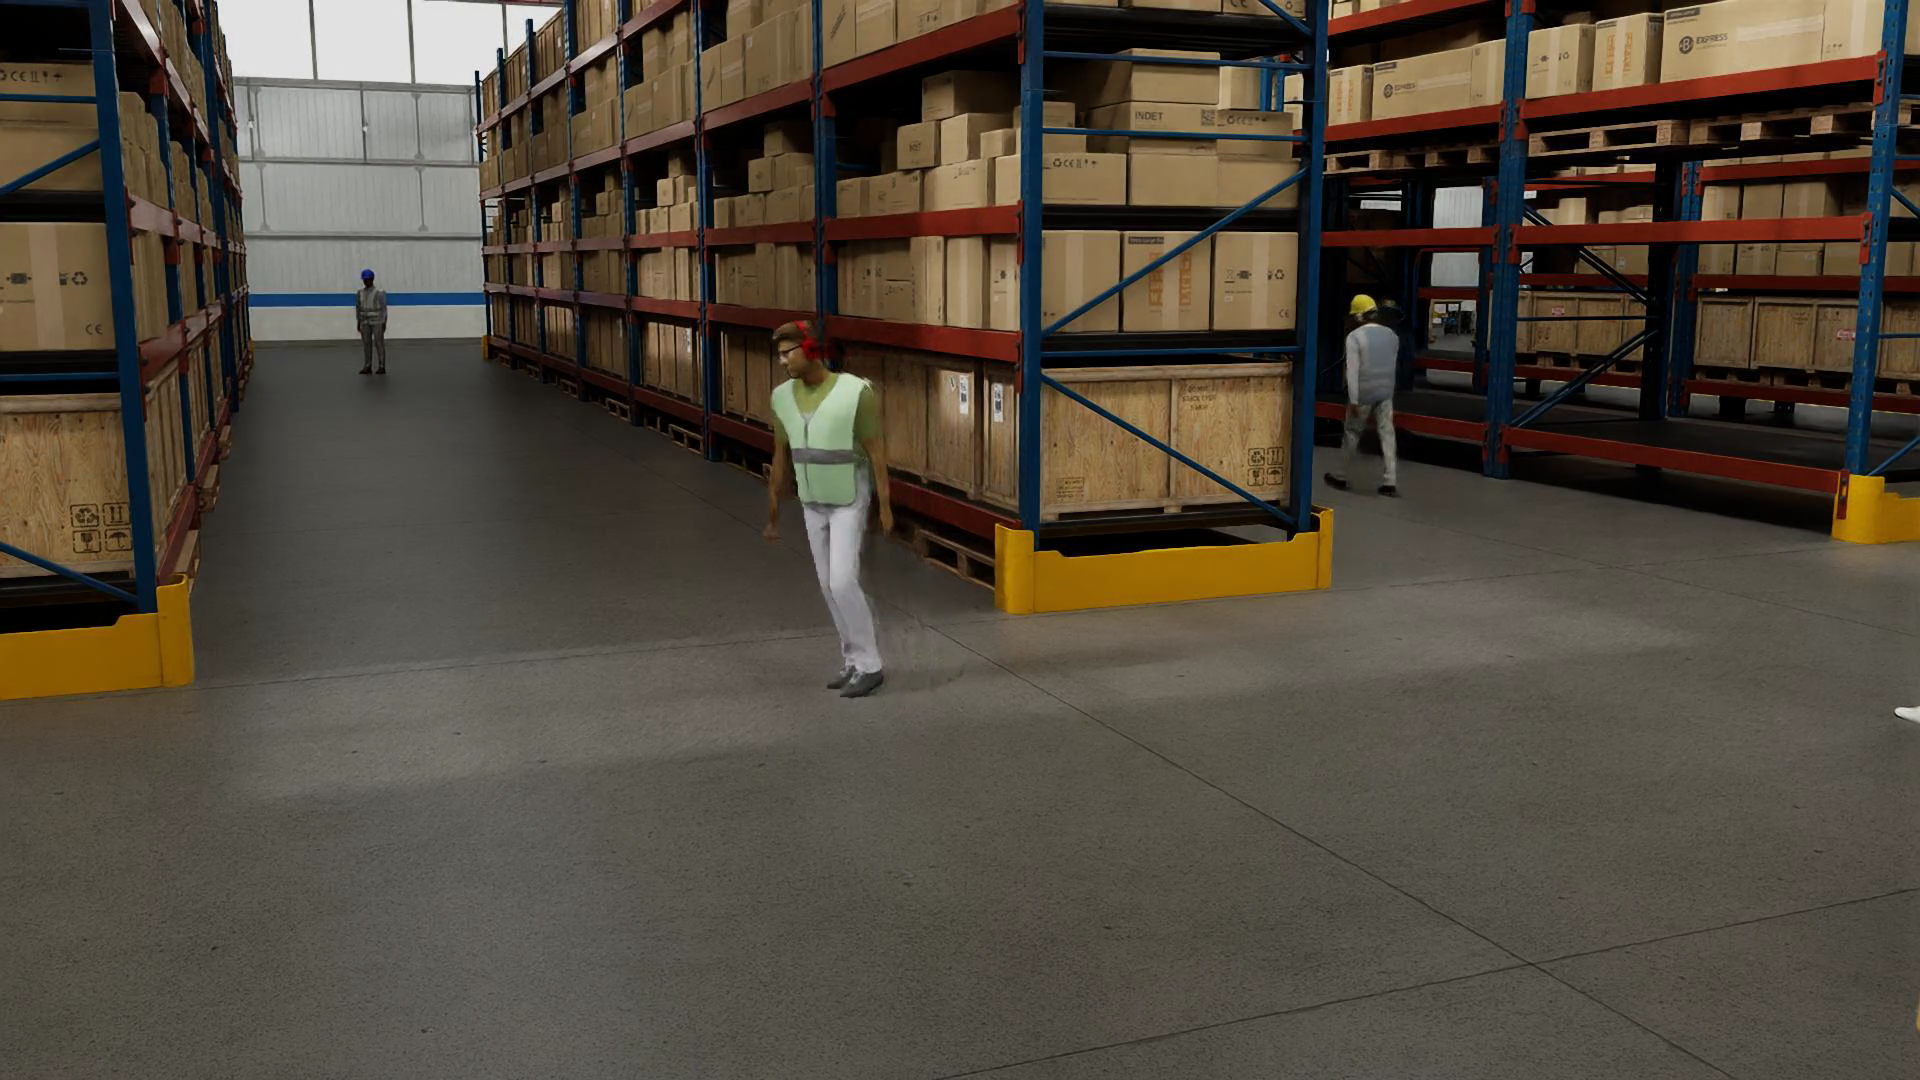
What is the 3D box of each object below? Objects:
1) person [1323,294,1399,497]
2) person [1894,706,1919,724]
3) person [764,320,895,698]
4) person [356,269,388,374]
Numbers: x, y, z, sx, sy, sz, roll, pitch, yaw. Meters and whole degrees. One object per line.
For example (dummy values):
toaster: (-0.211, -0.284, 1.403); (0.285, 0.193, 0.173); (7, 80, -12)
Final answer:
person: (3.641, -1.300, 14.901); (0.617, 1.778, 0.917); (-4, 10, -21)
person: (4.514, -0.095, 7.381); (0.642, 1.900, 0.400); (-3, 10, -17)
person: (-0.619, -0.156, 8.010); (0.605, 1.799, 0.515); (6, 11, 34)
person: (-10.940, -4.048, 30.897); (0.616, 1.945, 0.399); (2, 10, 12)
